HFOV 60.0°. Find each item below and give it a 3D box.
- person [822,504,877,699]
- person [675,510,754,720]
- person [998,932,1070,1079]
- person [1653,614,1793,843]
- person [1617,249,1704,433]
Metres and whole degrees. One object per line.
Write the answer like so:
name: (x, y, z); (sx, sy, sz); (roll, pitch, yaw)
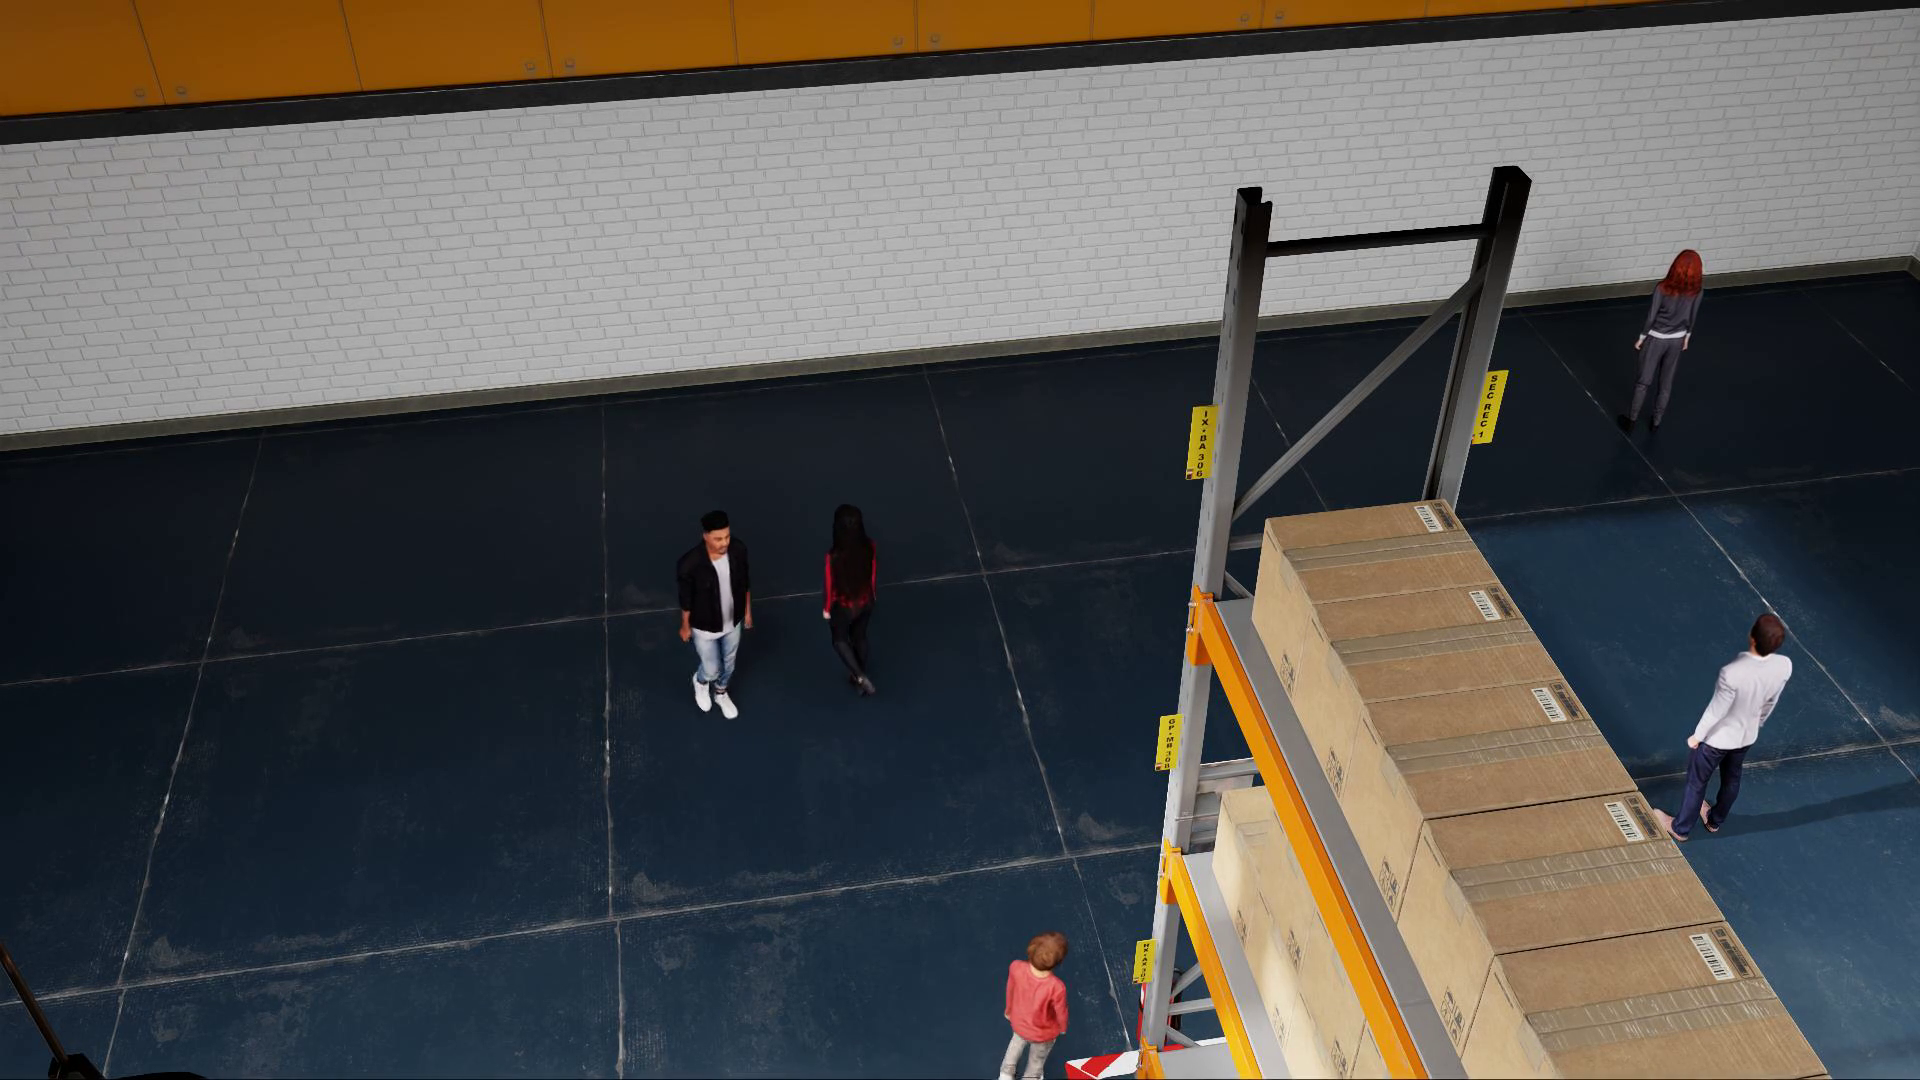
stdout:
person: (-0.715, 0.496, 11.759); (0.737, 1.647, 0.811); (-24, 45, -27)
person: (-1.753, 0.469, 11.677); (0.829, 1.793, 0.838); (-20, 43, -23)
person: (0.380, 2.706, 9.191); (0.643, 1.399, 0.702); (21, 43, 24)
person: (4.945, 1.216, 10.694); (0.702, 1.852, 0.598); (-10, 40, -13)
person: (6.101, -1.722, 14.431); (0.632, 1.779, 0.563); (2, 39, 3)
